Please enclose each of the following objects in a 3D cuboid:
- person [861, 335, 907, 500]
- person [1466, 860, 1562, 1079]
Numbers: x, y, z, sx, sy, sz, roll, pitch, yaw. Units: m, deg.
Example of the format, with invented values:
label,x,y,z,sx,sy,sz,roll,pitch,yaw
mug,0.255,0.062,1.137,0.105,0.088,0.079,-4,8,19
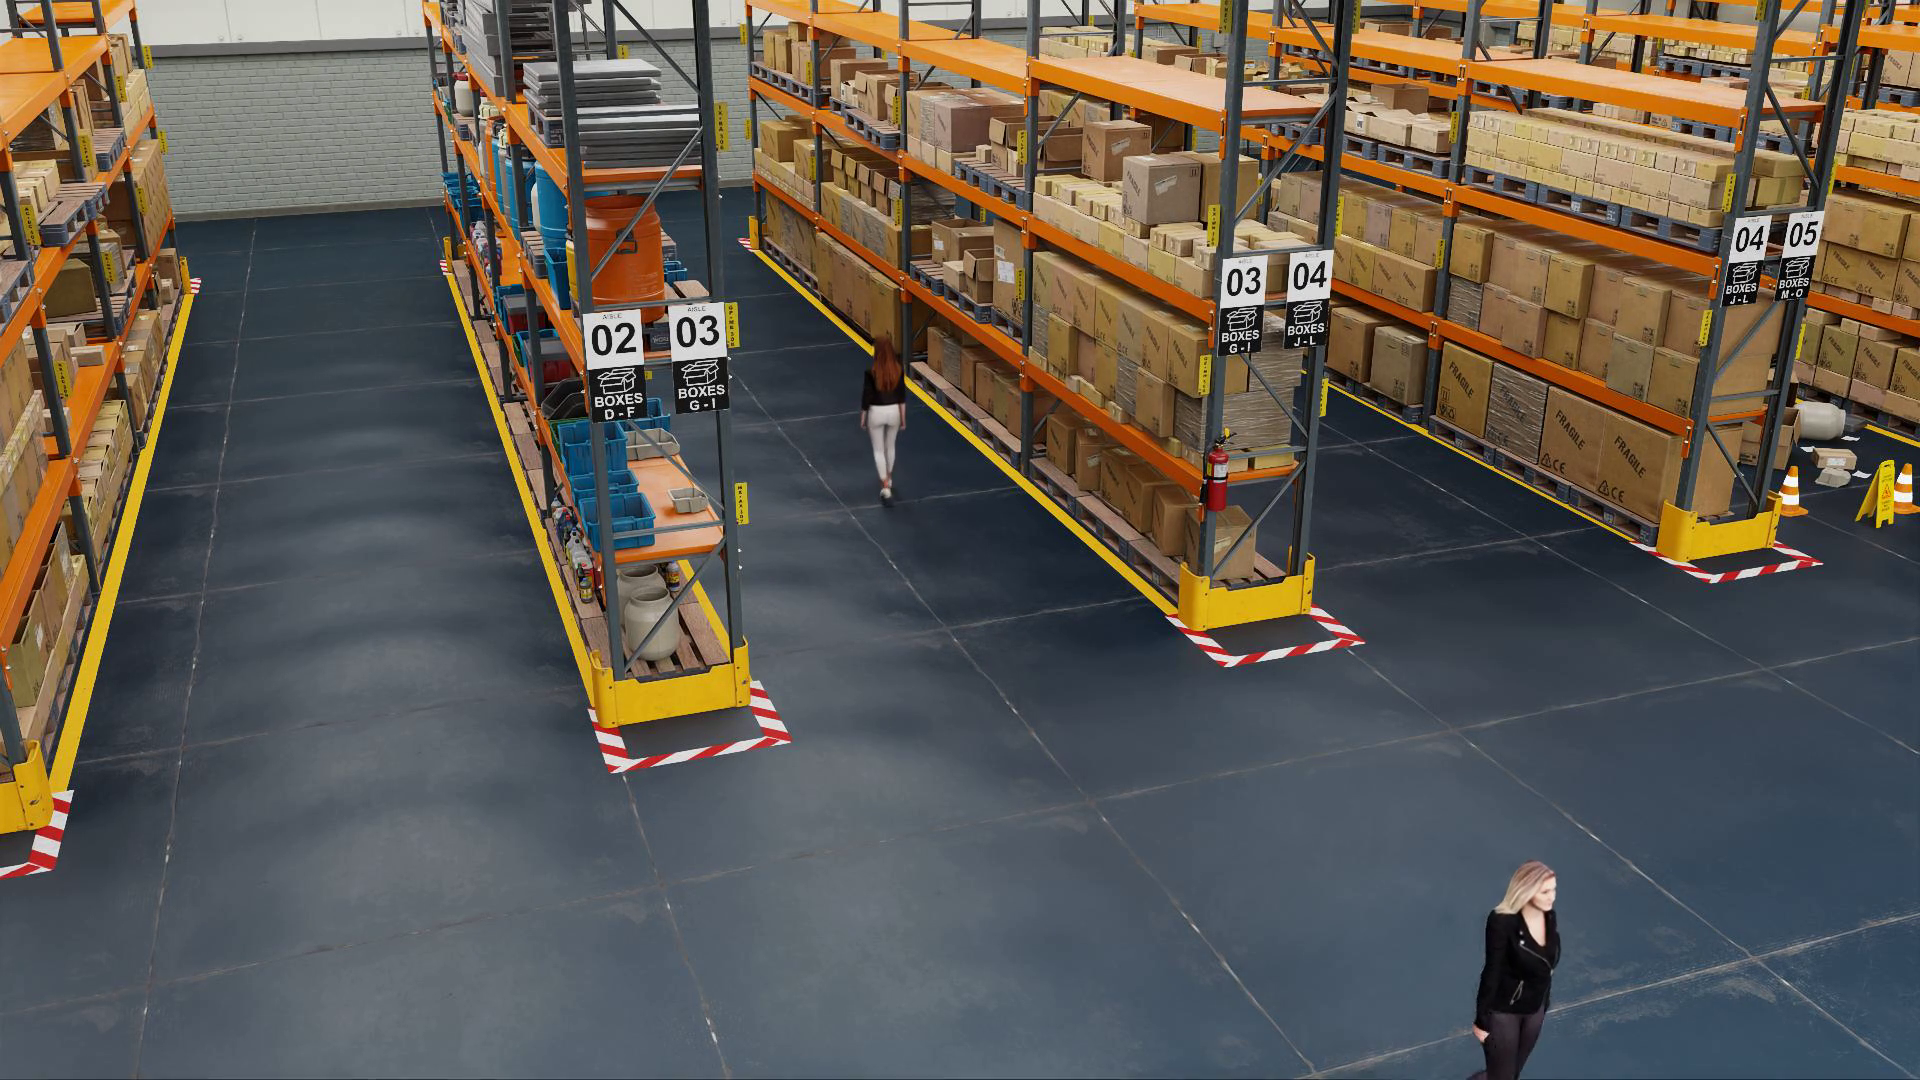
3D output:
label,x,y,z,sx,sy,sz,roll,pitch,yaw
person,-0.761,-1.214,16.795,0.650,1.682,0.966,-6,23,-15
person,2.654,2.289,8.239,0.685,1.675,0.723,-12,25,-27
